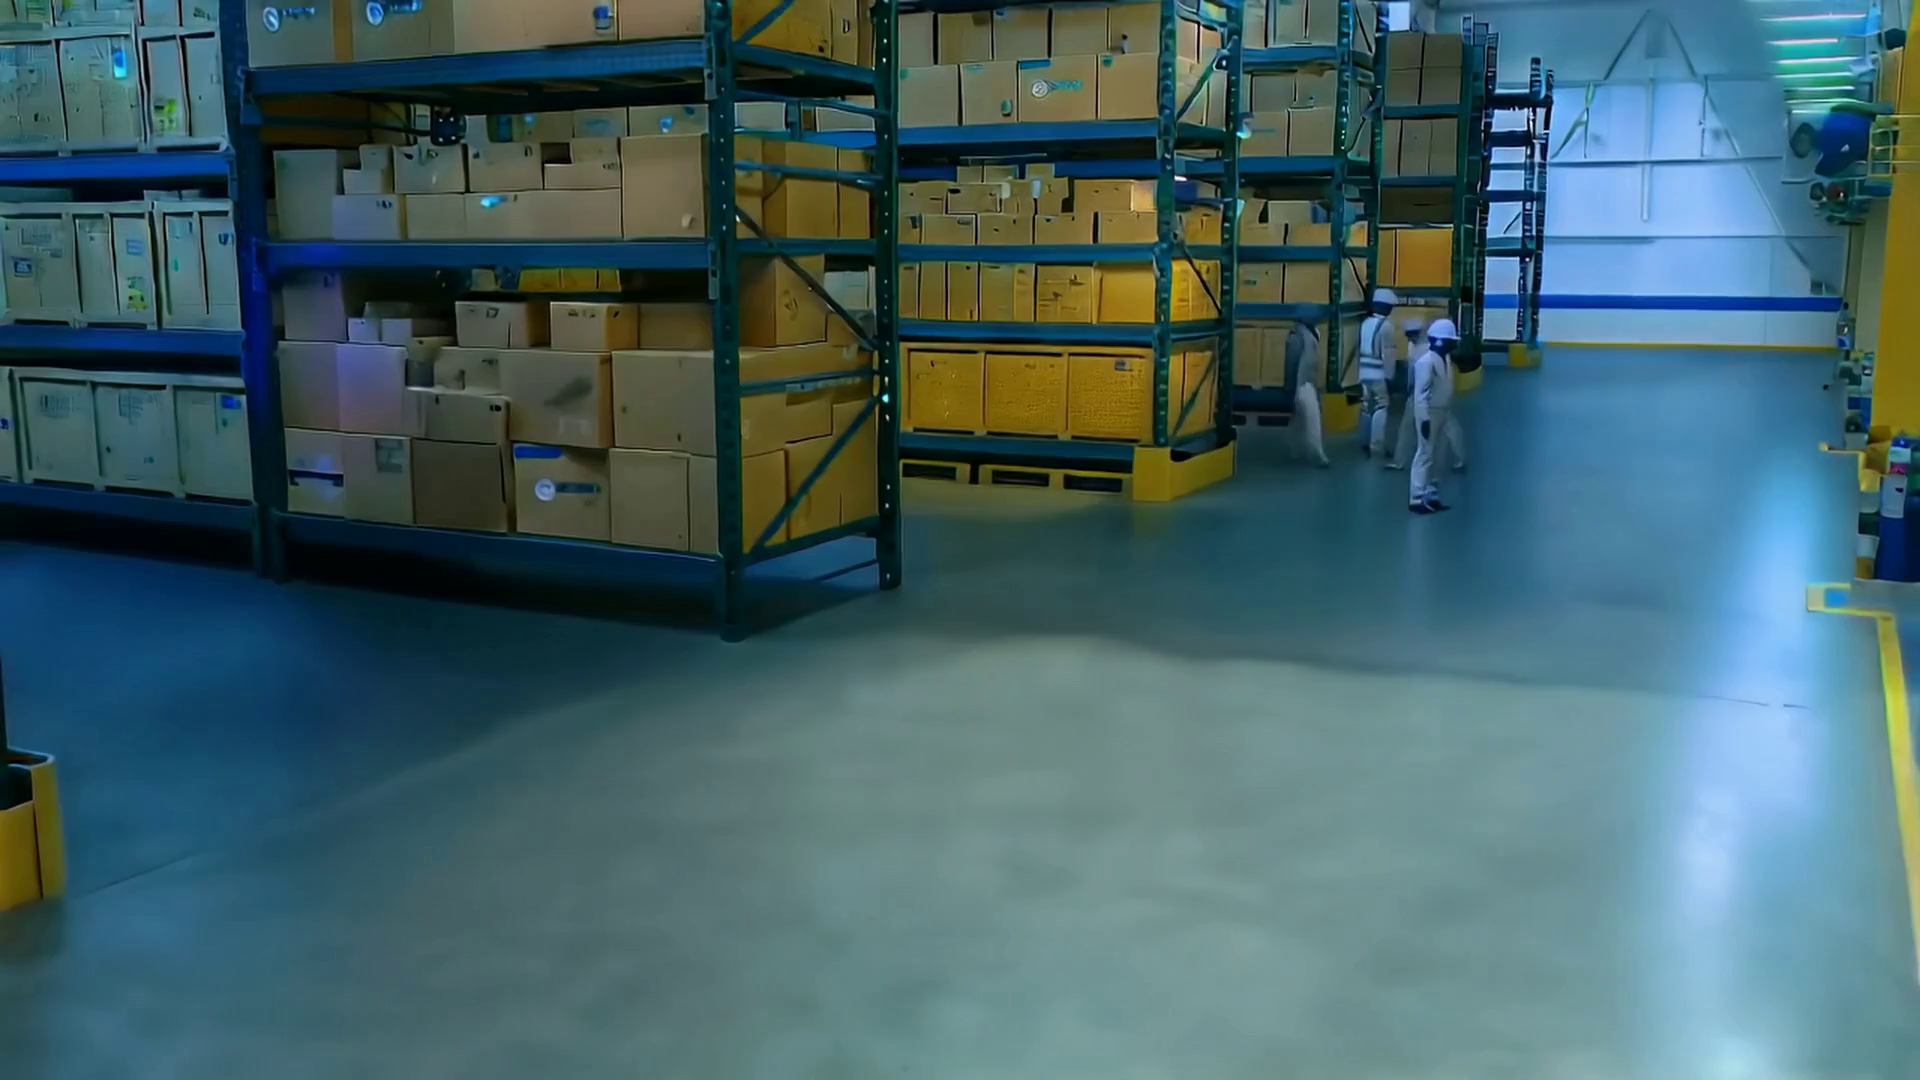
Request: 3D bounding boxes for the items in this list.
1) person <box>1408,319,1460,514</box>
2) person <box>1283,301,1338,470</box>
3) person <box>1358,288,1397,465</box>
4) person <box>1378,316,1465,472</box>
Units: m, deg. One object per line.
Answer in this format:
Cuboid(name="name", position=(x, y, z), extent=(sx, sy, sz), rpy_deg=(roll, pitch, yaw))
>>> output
Cuboid(name="person", position=(4.290, -1.113, 14.982), extent=(0.349, 1.744, 0.569), rpy_deg=(8, 13, 40))
Cuboid(name="person", position=(3.827, -1.654, 17.884), extent=(0.757, 1.814, 0.636), rpy_deg=(6, 11, 30))
Cuboid(name="person", position=(4.619, -1.804, 18.382), extent=(0.382, 1.951, 0.605), rpy_deg=(-3, 10, -16))
Cuboid(name="person", position=(5.019, -1.563, 17.796), extent=(1.059, 1.674, 0.540), rpy_deg=(-5, 11, -27))
